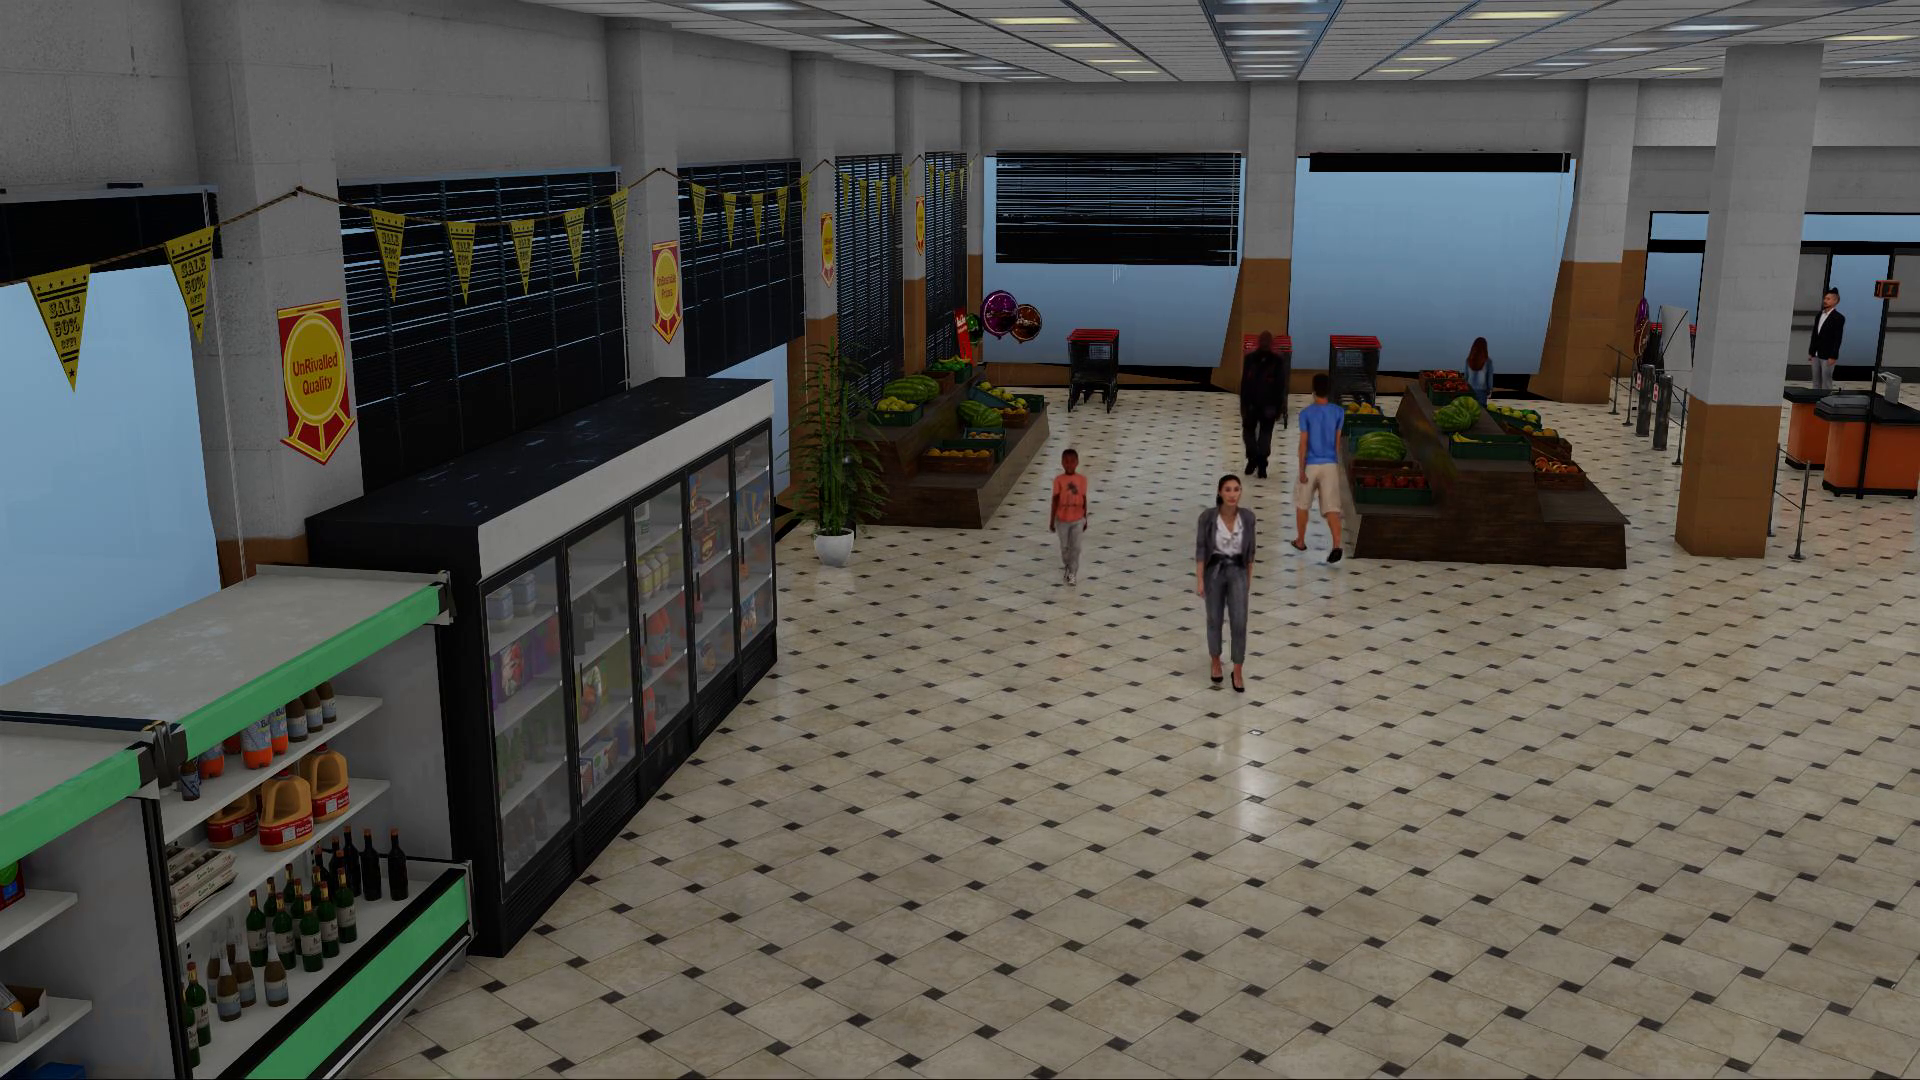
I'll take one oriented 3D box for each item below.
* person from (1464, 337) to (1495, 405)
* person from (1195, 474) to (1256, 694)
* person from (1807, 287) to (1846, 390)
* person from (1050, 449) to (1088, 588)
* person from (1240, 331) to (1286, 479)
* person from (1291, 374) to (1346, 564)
[{"bbox_3d":[7.097,-2.051,22.877,0.604,1.475,0.582,7,15,27],"label":"person"},{"bbox_3d":[2.012,0.306,12.777,0.677,1.655,0.840,1,14,3],"label":"person"},{"bbox_3d":[13.088,-2.844,25.142,0.847,1.948,0.687,-3,14,-12],"label":"person"},{"bbox_3d":[1.036,-0.216,15.728,0.534,1.278,0.895,1,14,6],"label":"person"},{"bbox_3d":[3.760,-1.698,20.707,0.737,1.811,0.688,4,14,17],"label":"person"},{"bbox_3d":[3.614,-0.697,16.518,0.836,1.840,1.271,-1,14,-3],"label":"person"}]
